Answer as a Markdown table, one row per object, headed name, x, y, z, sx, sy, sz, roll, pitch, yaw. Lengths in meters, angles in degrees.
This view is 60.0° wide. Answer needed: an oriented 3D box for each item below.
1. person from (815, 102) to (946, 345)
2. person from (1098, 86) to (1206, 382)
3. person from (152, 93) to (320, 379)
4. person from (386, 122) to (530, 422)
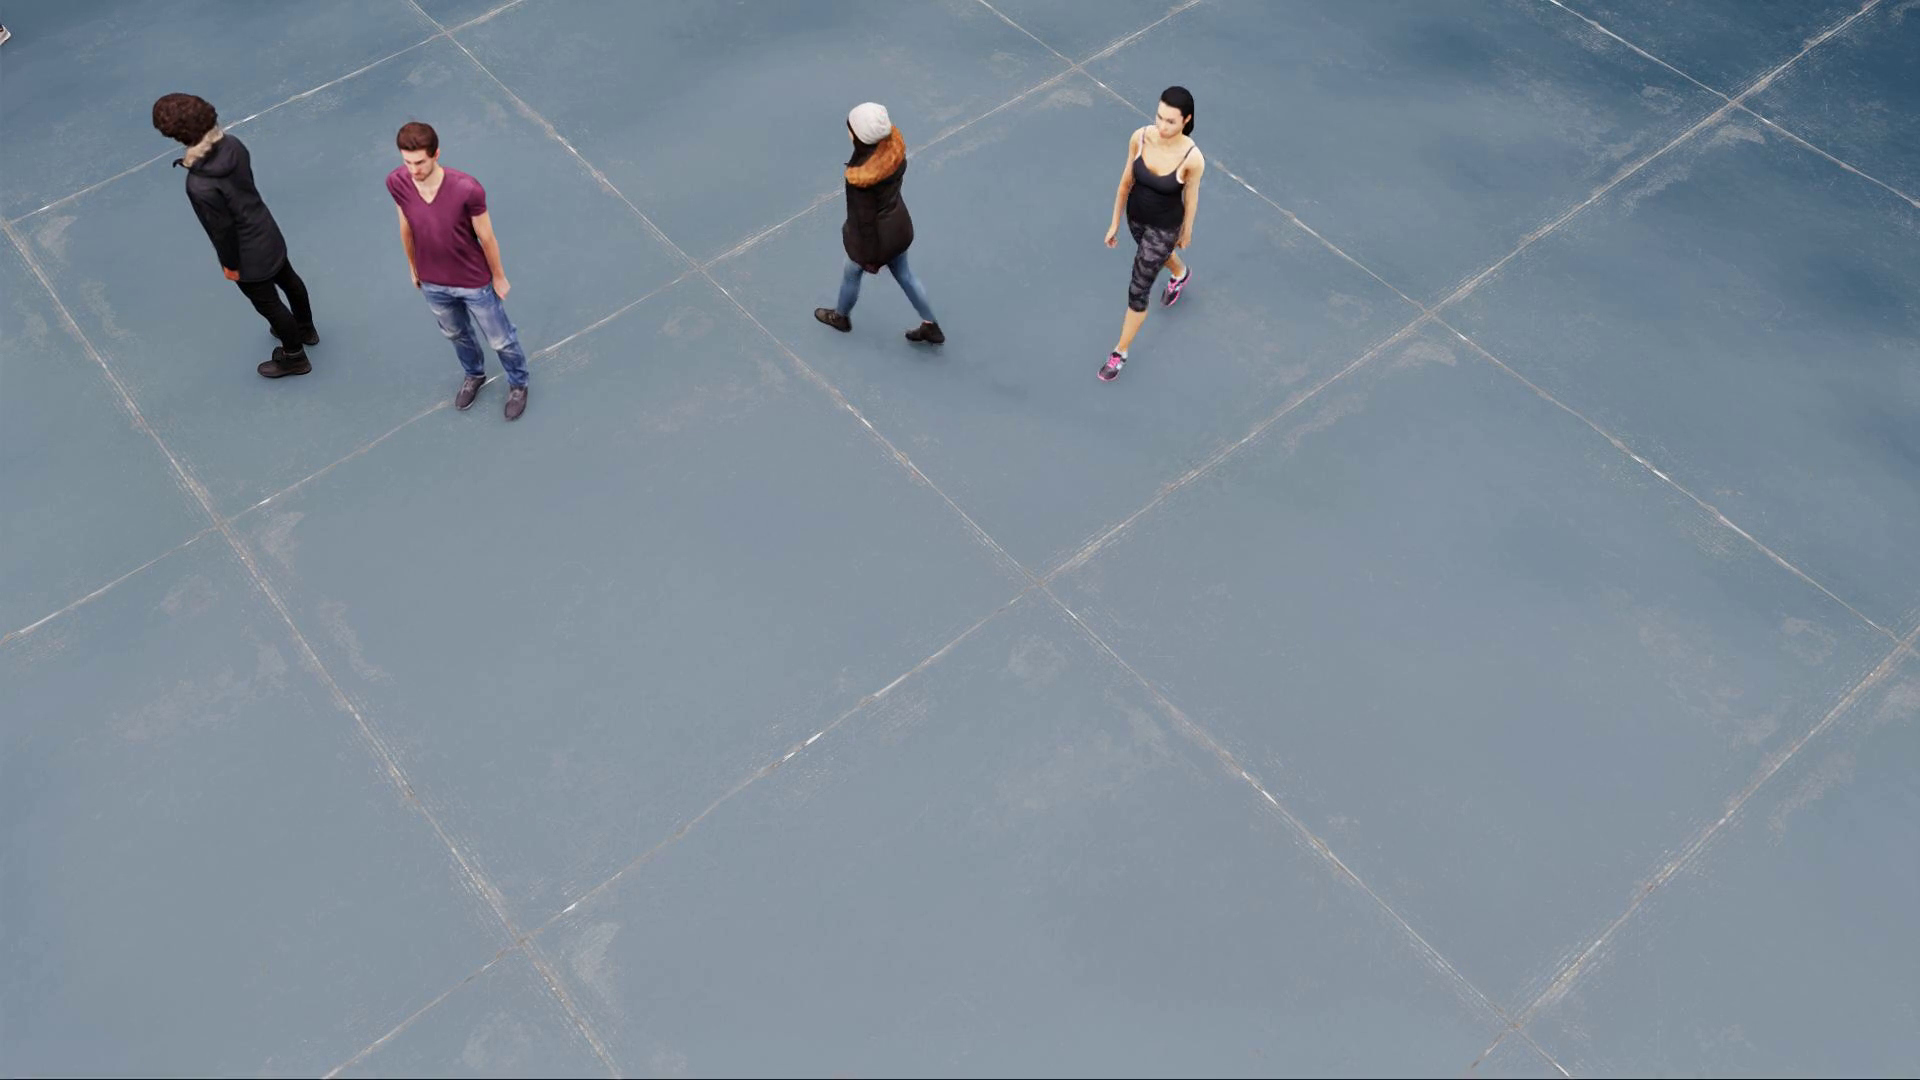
| name | x | y | z | sx | sy | sz | roll | pitch | yaw |
| --- | --- | --- | --- | --- | --- | --- | --- | --- | --- |
| person | -0.368 | -1.631 | 8.789 | 0.912 | 1.606 | 1.033 | 24 | 56 | 18 |
| person | 1.076 | -1.715 | 8.808 | 0.728 | 1.680 | 1.224 | 32 | 59 | 22 |
| person | -3.695 | -1.571 | 8.637 | 0.788 | 1.774 | 0.728 | 4 | 52 | 3 |
| person | -2.550 | -1.379 | 8.440 | 0.745 | 1.851 | 0.774 | 10 | 53 | 7 |
